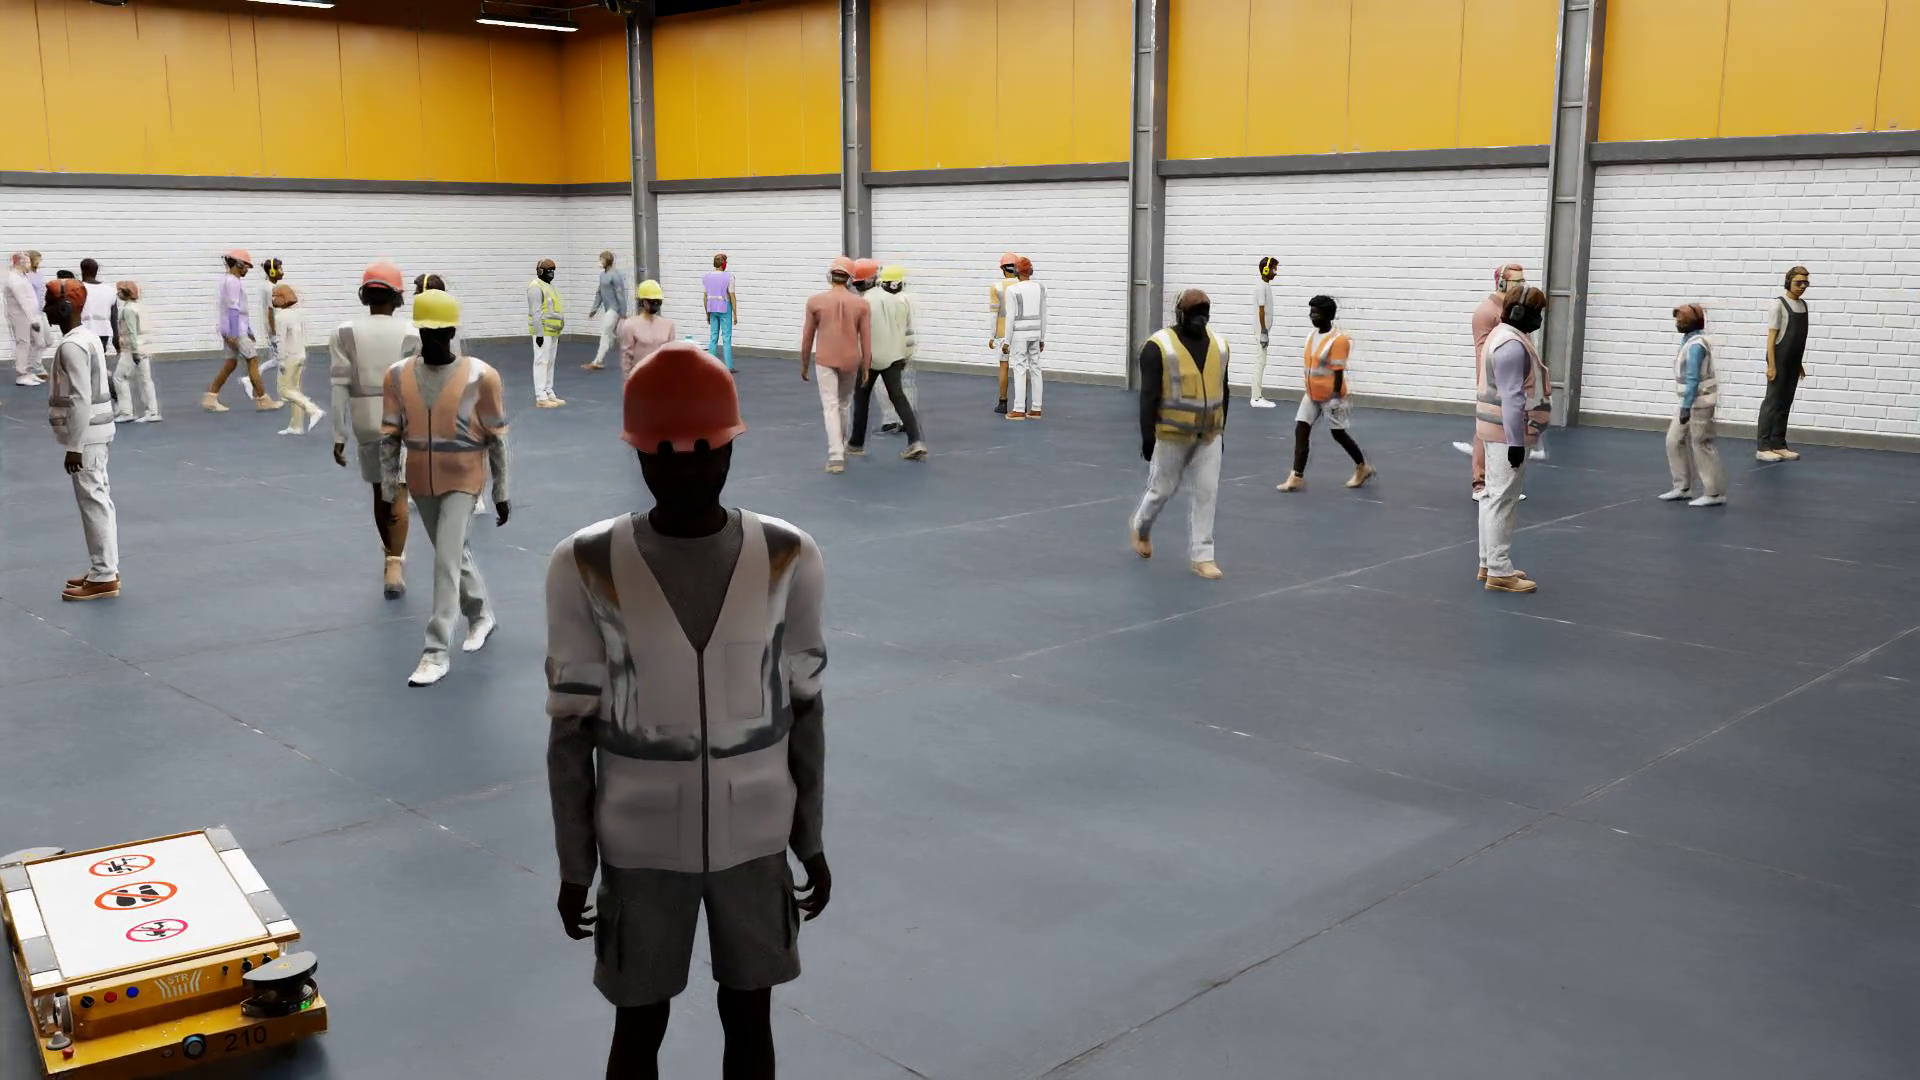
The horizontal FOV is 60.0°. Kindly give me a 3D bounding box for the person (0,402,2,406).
[{"bbox_3d":[-12.196,-2.644,20.559,0.535,2.000,0.686,4,11,19],"label":"person"}]

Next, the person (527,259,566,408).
[{"bbox_3d":[-5.143,-2.572,20.725,0.430,1.841,0.624,1,10,6],"label":"person"}]

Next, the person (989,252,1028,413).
[{"bbox_3d":[0.606,-2.483,19.981,0.543,1.932,0.370,-2,11,-12],"label":"person"}]

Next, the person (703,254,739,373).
[{"bbox_3d":[-3.715,-3.503,25.778,0.565,1.846,0.388,4,11,22],"label":"person"}]

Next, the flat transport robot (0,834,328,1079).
[{"bbox_3d":[-2.336,1.136,4.779,0.652,0.197,1.431,-7,13,-34],"label":"flat transport robot"}]

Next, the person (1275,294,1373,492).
[{"bbox_3d":[3.087,-1.221,13.855,0.862,1.654,0.532,-5,11,-25],"label":"person"}]

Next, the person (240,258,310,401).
[{"bbox_3d":[-8.832,-2.682,21.305,0.749,1.846,0.526,-5,12,-26],"label":"person"}]

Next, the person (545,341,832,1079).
[{"bbox_3d":[-0.515,0.582,3.253,0.551,1.934,0.373,-3,11,-17],"label":"person"}]

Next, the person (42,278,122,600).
[{"bbox_3d":[-5.172,-0.589,9.801,0.374,1.886,0.586,-4,11,-21],"label":"person"}]

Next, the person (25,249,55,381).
[{"bbox_3d":[-13.588,-3.278,24.352,0.504,1.929,0.642,-1,10,-6],"label":"person"}]

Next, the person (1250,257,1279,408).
[{"bbox_3d":[3.798,-2.585,20.728,0.329,1.865,0.508,2,11,9],"label":"person"}]

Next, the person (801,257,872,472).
[{"bbox_3d":[-1.133,-1.613,15.244,0.614,1.937,1.027,-3,11,-16],"label":"person"}]

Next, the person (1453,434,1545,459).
[{"bbox_3d":[5.219,-1.563,15.904,0.869,1.590,0.515,7,12,33],"label":"person"}]

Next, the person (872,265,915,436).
[{"bbox_3d":[-0.749,-2.016,17.756,0.603,1.808,0.613,0,10,2],"label":"person"}]

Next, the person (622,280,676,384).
[{"bbox_3d":[-2.742,-1.405,14.610,0.527,1.754,0.505,-7,13,-35],"label":"person"}]

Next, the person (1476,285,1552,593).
[{"bbox_3d":[3.337,-0.613,10.052,0.429,1.837,0.621,2,11,11],"label":"person"}]

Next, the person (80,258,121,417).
[{"bbox_3d":[-10.217,-2.398,19.707,0.923,1.873,0.653,7,12,32],"label":"person"}]

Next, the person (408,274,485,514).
[{"bbox_3d":[-4.061,-1.096,12.705,0.872,1.835,0.542,0,10,1],"label":"person"}]

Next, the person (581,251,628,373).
[{"bbox_3d":[-5.457,-3.566,26.026,1.008,1.892,0.636,-6,12,-28],"label":"person"}]

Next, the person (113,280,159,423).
[{"bbox_3d":[-9.456,-2.128,18.875,0.605,1.617,0.538,-2,11,-10],"label":"person"}]

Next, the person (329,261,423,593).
[{"bbox_3d":[-3.478,-0.693,10.116,0.616,1.982,1.068,-2,11,-9],"label":"person"}]

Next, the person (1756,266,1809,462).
[{"bbox_3d":[7.831,-1.666,15.770,0.508,1.842,0.336,-6,12,-30],"label":"person"}]

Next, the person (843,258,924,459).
[{"bbox_3d":[-0.756,-1.722,15.872,1.048,1.921,0.644,9,14,41],"label":"person"}]

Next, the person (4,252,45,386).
[{"bbox_3d":[-13.256,-3.138,23.631,0.480,1.891,0.662,-3,11,-17],"label":"person"}]

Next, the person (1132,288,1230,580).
[{"bbox_3d":[1.388,-0.692,10.556,0.638,1.819,0.800,-4,11,-21],"label":"person"}]

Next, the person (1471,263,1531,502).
[{"bbox_3d":[4.347,-1.245,13.296,0.643,1.911,0.410,-10,14,-43],"label":"person"}]

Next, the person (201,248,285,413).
[{"bbox_3d":[-8.779,-2.524,20.112,0.915,1.990,0.645,-7,13,-34],"label":"person"}]

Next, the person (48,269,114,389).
[{"bbox_3d":[-12.318,-2.941,23.203,0.797,1.670,0.537,-5,11,-25],"label":"person"}]

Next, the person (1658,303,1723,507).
[{"bbox_3d":[5.775,-1.052,13.048,0.560,1.605,0.531,2,11,11],"label":"person"}]

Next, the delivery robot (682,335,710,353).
[{"bbox_3d":[-4.271,-2.982,26.202,0.707,0.478,0.477,7,13,34],"label":"delivery robot"}]

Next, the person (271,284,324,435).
[{"bbox_3d":[-7.071,-1.911,17.709,0.493,1.618,0.508,1,10,5],"label":"person"}]

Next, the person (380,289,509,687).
[{"bbox_3d":[-2.529,-0.293,8.203,0.599,1.877,1.008,2,11,9],"label":"person"}]

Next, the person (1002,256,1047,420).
[{"bbox_3d":[0.749,-2.329,19.264,0.573,1.887,0.354,-7,12,-32],"label":"person"}]
